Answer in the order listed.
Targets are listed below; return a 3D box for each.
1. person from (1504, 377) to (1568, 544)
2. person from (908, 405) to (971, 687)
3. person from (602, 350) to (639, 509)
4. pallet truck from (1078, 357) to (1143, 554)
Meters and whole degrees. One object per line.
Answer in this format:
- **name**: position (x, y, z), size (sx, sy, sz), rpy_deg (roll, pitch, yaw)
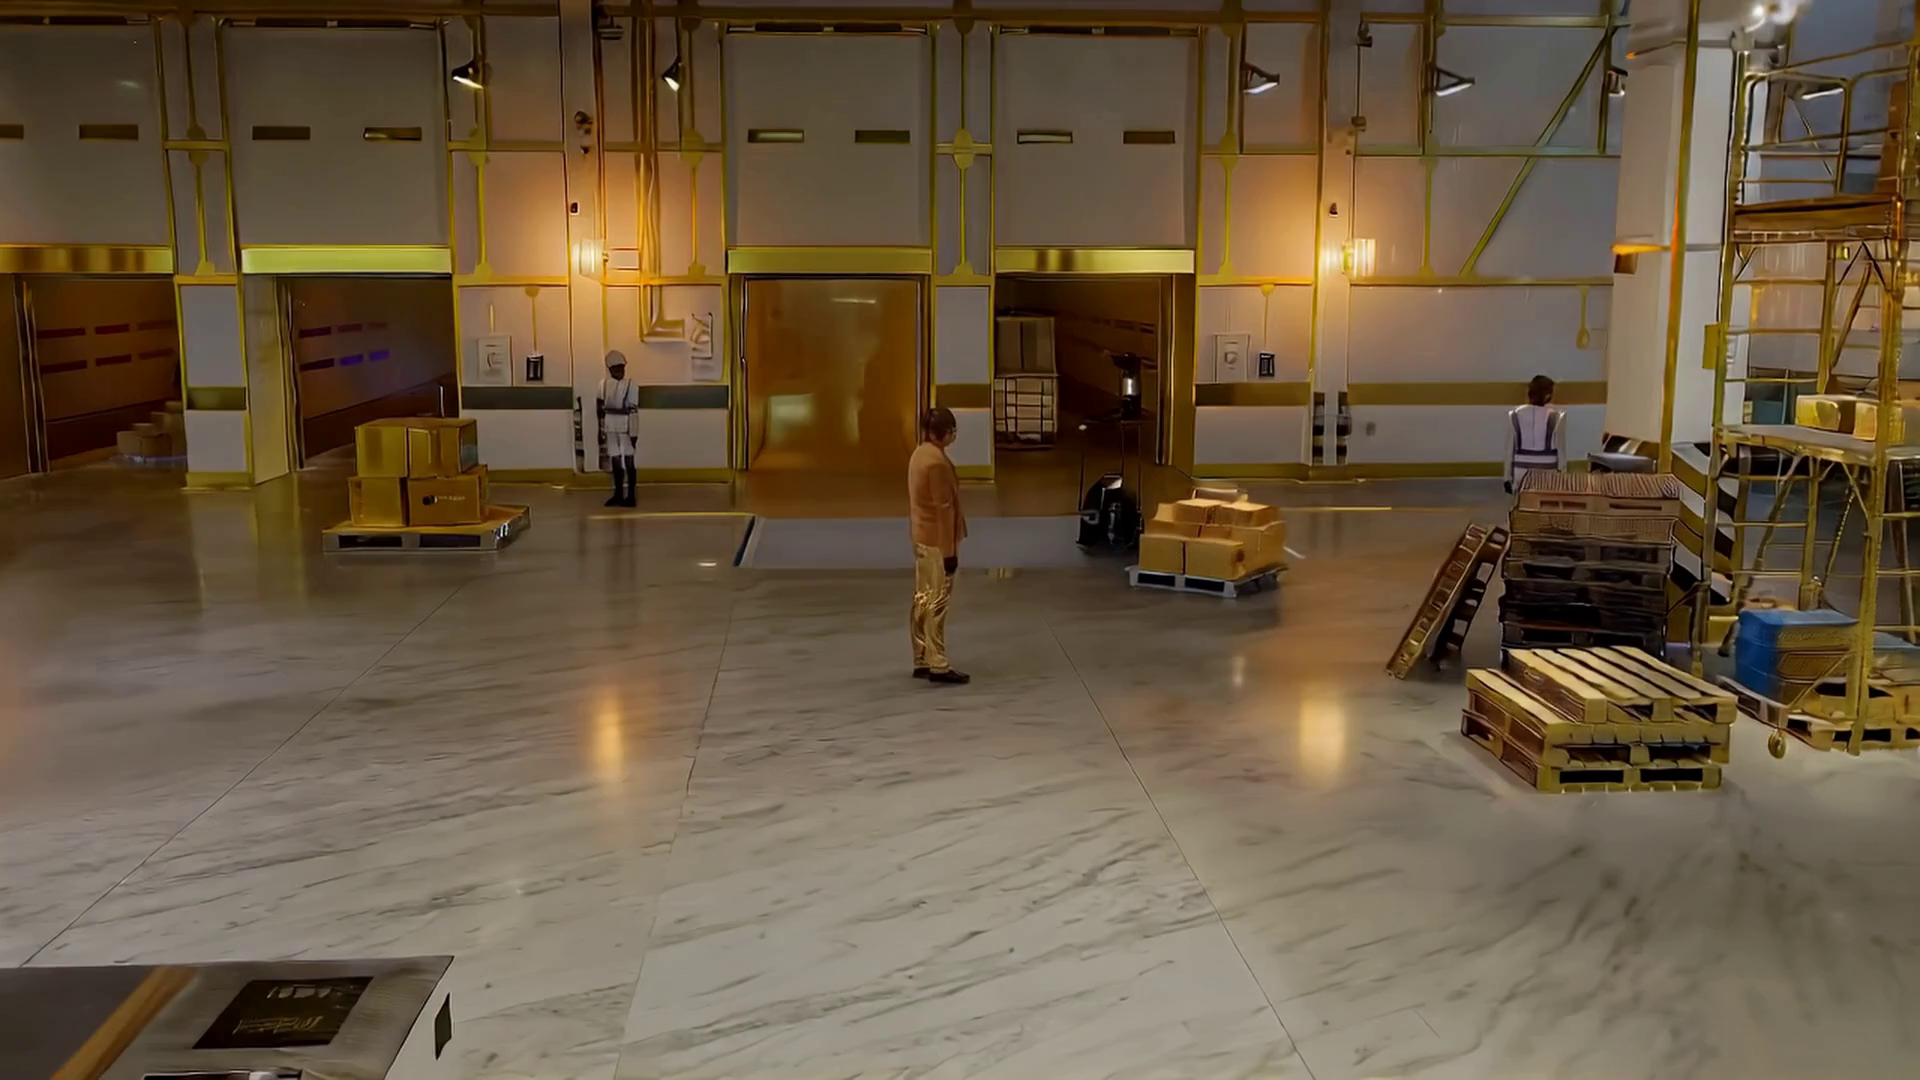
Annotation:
- **person**: position (5.365, -0.579, 15.504), size (0.574, 1.883, 0.355), rpy_deg (6, 11, 34)
- **person**: position (-0.162, 0.039, 11.451), size (0.372, 1.940, 0.630), rpy_deg (-3, 10, -19)
- **person**: position (-4.130, -1.338, 20.138), size (0.543, 1.929, 0.387), rpy_deg (6, 11, 33)
- **pallet truck**: position (2.088, -0.836, 16.757), size (1.885, 1.965, 0.823), rpy_deg (2, 9, 13)
